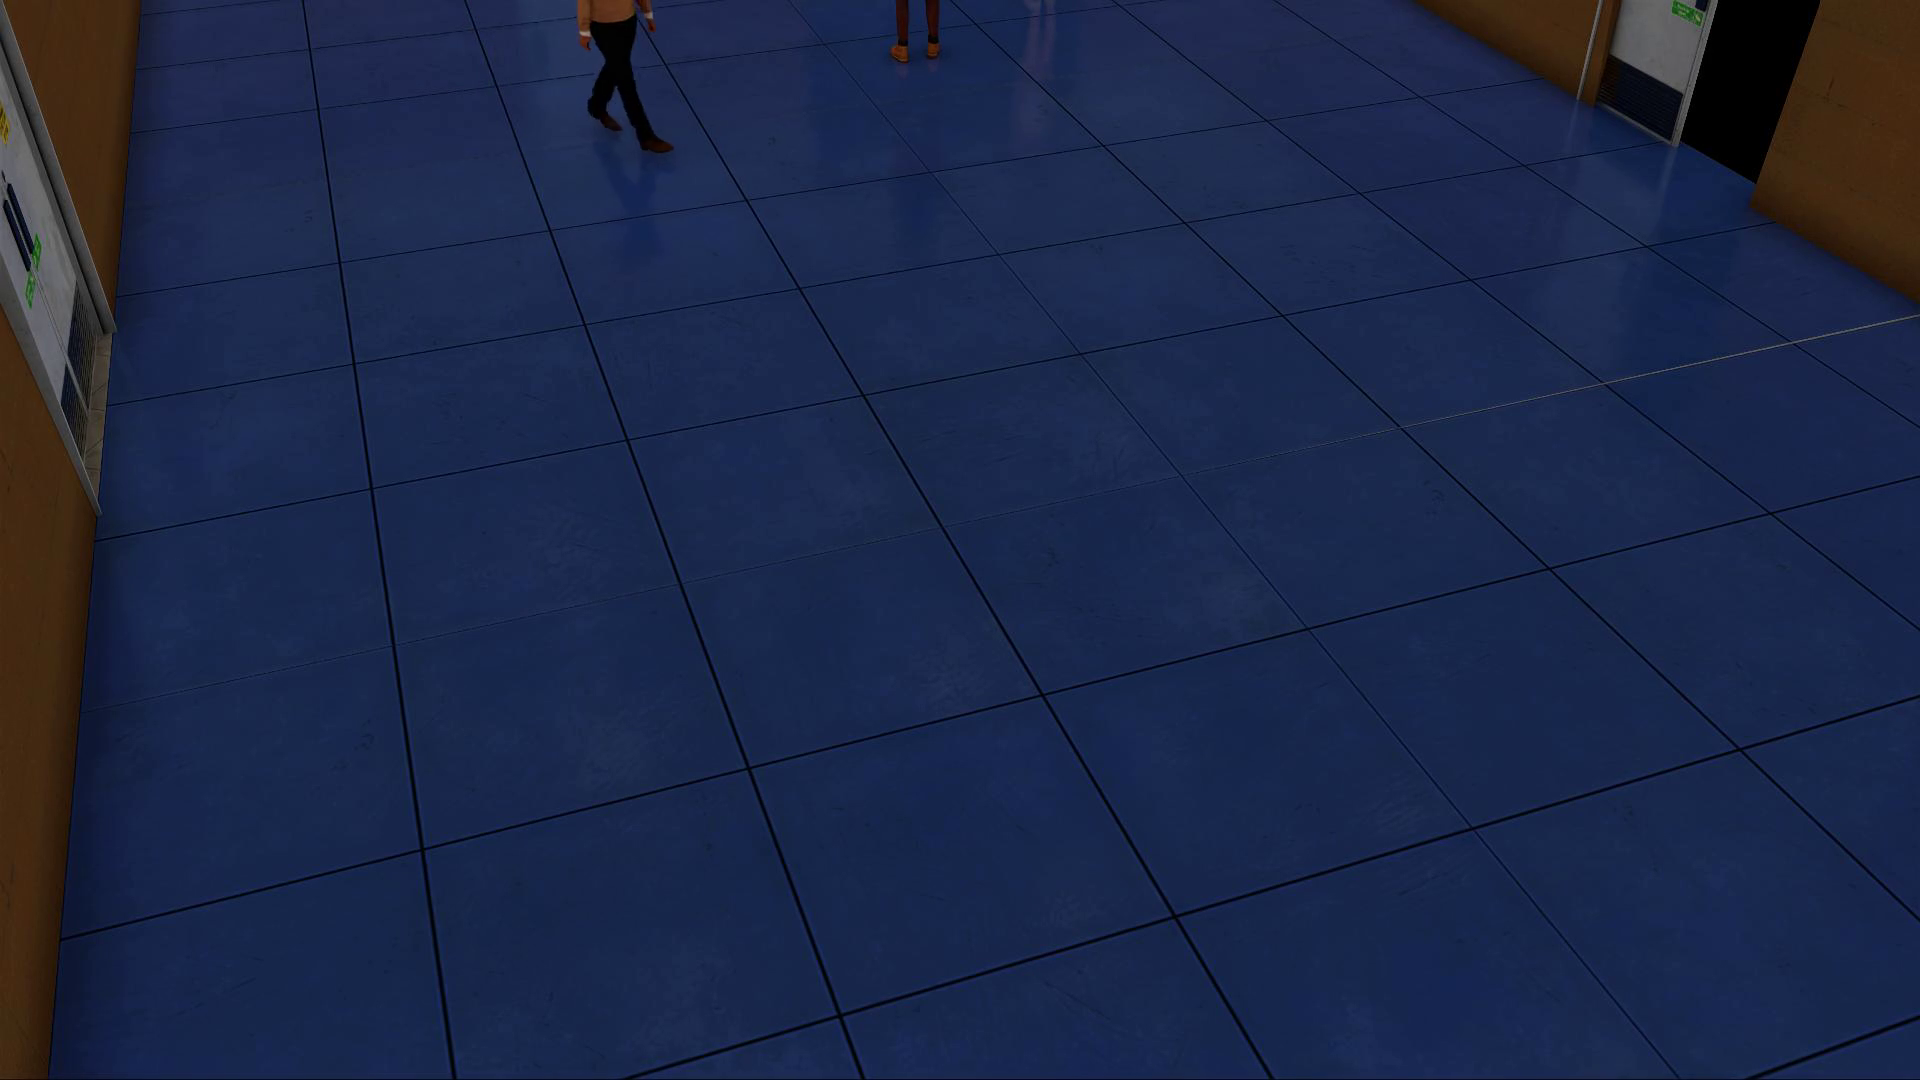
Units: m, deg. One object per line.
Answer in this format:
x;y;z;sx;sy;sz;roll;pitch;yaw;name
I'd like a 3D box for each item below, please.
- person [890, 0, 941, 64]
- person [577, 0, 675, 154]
-0.355;-4.610;12.966;0.539;1.729;0.668;-10;38;-13;person
-2.478;-3.618;11.652;1.169;1.719;1.202;22;42;27;person
